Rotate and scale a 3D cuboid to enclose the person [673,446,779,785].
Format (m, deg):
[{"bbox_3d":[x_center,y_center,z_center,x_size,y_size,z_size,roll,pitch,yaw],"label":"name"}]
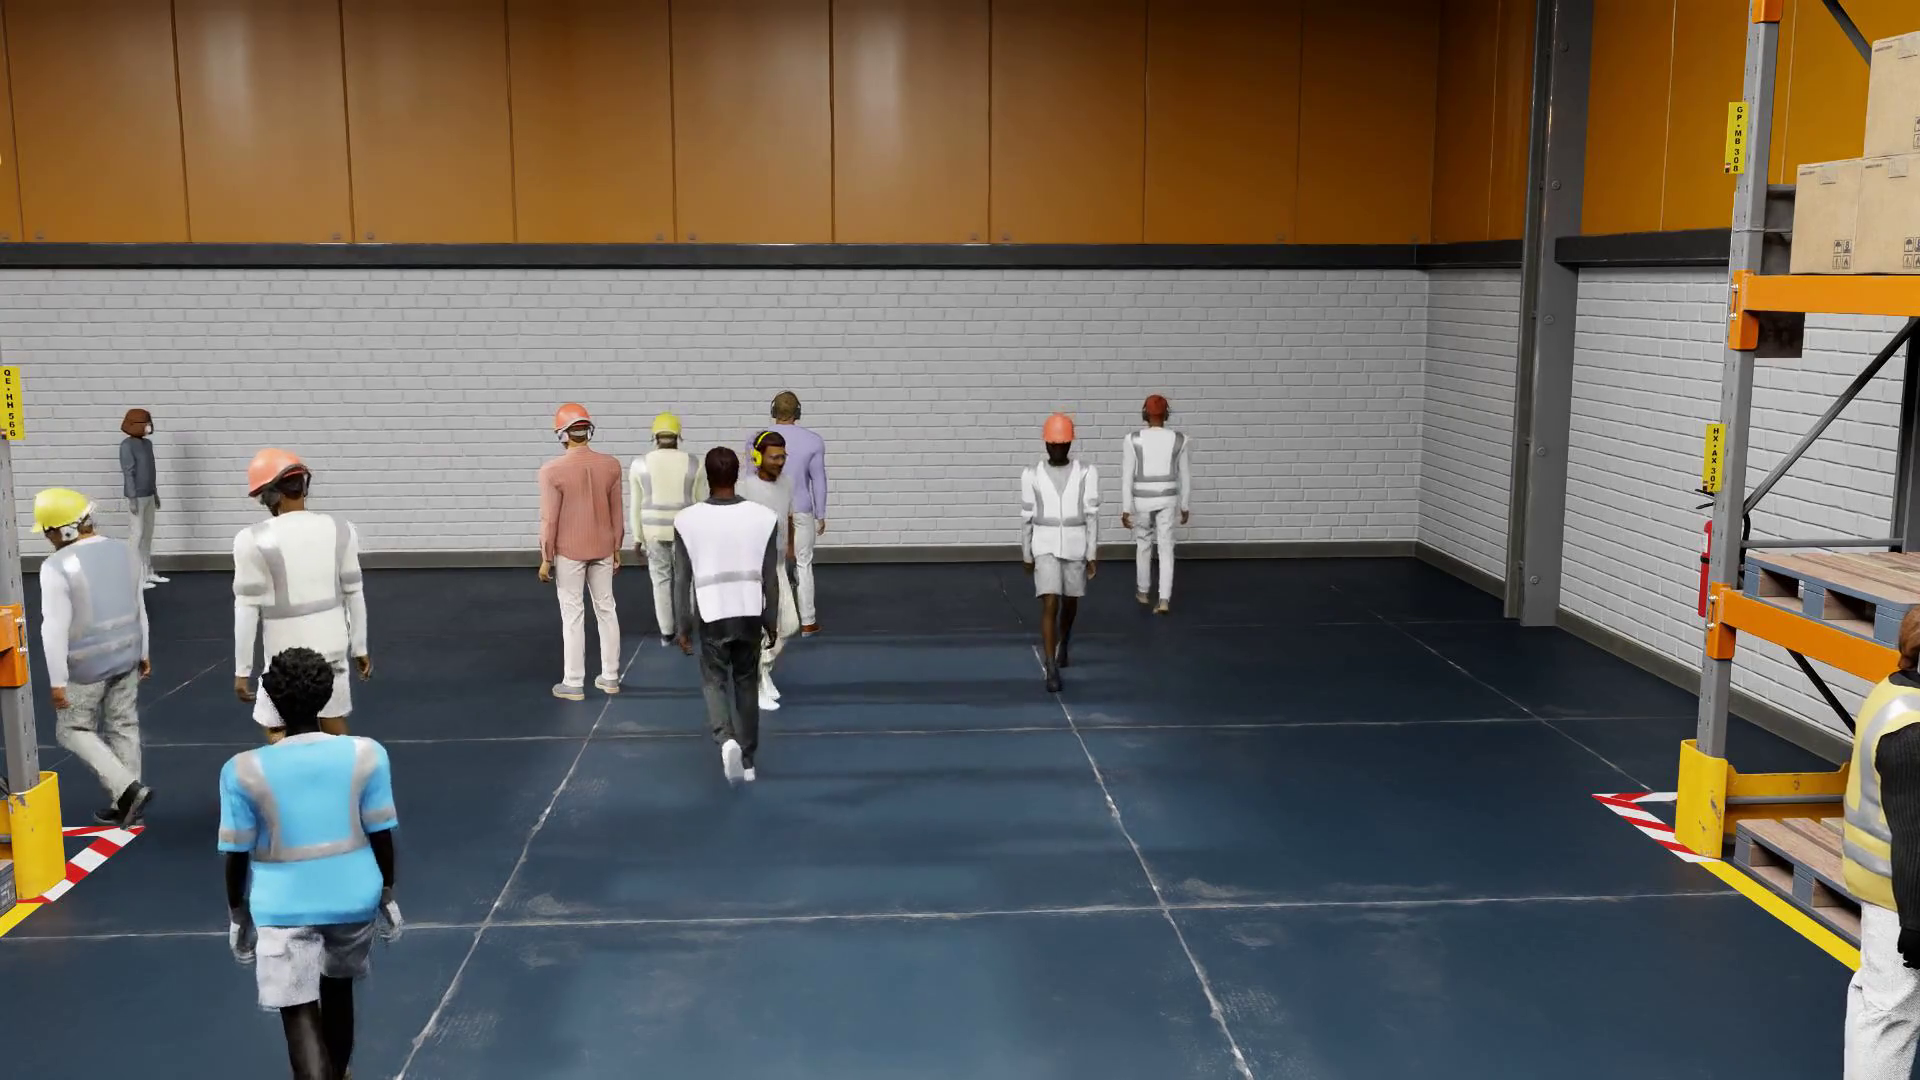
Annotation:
[{"bbox_3d":[-1.264,0.444,9.159,0.586,1.898,0.647,-3,9,-16],"label":"person"}]

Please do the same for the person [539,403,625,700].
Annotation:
[{"bbox_3d":[-2.539,0.077,11.146,0.609,1.986,0.392,-8,12,-40],"label":"person"}]

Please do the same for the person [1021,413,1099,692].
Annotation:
[{"bbox_3d":[0.689,0.044,11.637,0.534,1.903,0.929,0,9,-1],"label":"person"}]

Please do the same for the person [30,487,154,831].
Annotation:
[{"bbox_3d":[-4.292,0.615,8.355,0.502,1.799,0.651,4,10,24],"label":"person"}]

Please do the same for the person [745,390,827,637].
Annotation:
[{"bbox_3d":[-1.356,-0.199,13.030,0.630,1.938,0.366,0,9,2],"label":"person"}]

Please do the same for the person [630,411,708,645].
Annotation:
[{"bbox_3d":[-2.193,-0.066,12.594,0.594,1.814,0.547,-1,9,-7],"label":"person"}]

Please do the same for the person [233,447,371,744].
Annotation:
[{"bbox_3d":[-3.180,0.554,8.087,0.579,2.005,0.711,7,12,38],"label":"person"}]

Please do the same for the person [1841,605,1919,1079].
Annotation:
[{"bbox_3d":[2.982,1.098,5.190,0.429,1.841,0.633,4,10,25],"label":"person"}]

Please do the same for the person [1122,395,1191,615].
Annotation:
[{"bbox_3d":[1.657,-0.306,14.035,0.587,1.838,0.999,0,9,0],"label":"person"}]

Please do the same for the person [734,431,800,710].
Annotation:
[{"bbox_3d":[-1.240,0.199,10.840,0.407,1.842,0.584,8,12,42],"label":"person"}]

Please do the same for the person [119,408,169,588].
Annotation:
[{"bbox_3d":[-7.447,-0.383,15.140,0.270,1.632,0.504,0,9,-2],"label":"person"}]

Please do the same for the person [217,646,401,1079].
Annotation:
[{"bbox_3d":[-2.026,1.179,5.263,0.540,1.664,0.834,-6,11,-32],"label":"person"}]
